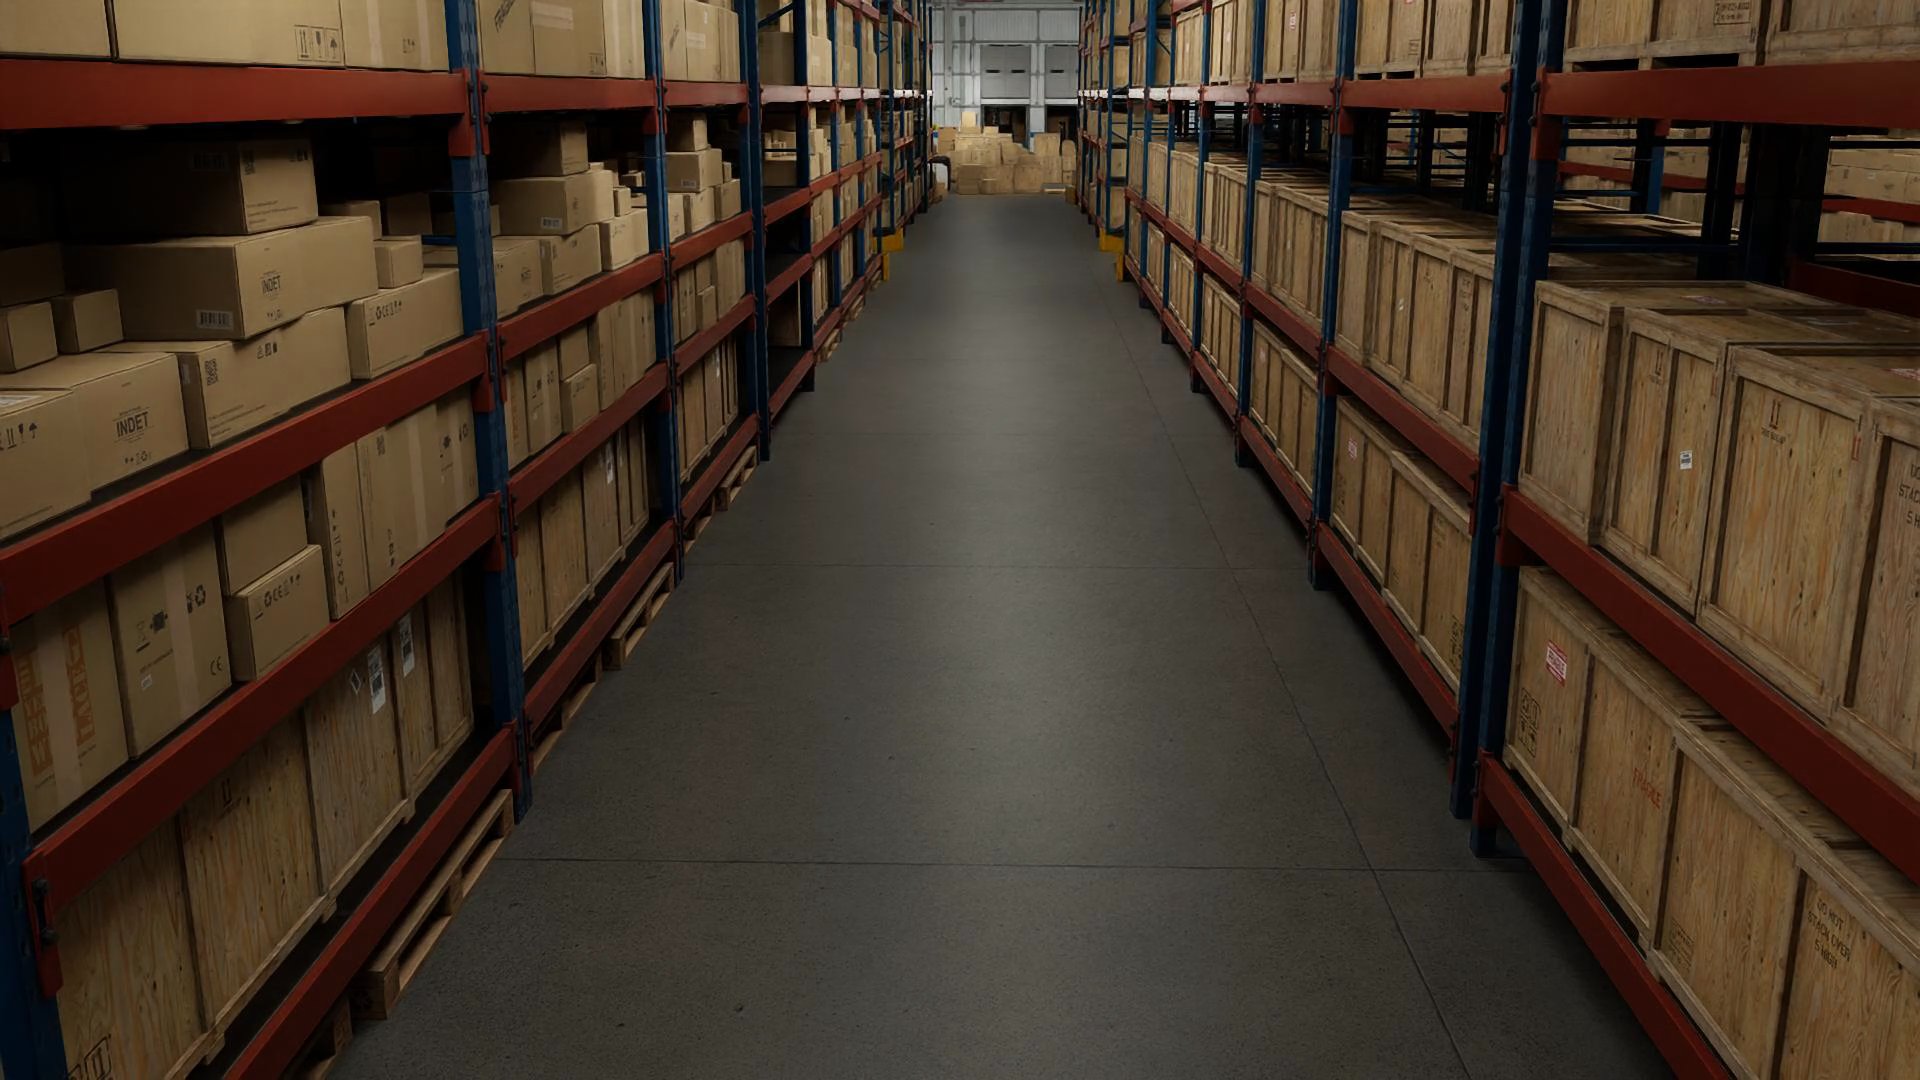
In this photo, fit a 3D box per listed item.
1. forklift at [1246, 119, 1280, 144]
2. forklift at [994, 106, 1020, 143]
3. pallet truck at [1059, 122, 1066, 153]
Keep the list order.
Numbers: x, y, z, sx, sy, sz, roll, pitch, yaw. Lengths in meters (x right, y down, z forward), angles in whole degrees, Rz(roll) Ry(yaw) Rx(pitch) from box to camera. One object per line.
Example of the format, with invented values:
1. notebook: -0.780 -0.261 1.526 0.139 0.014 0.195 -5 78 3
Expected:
1. forklift: 7.708 -9.269 42.277 1.129 2.768 1.873 0 15 2
2. forklift: 2.198 -20.346 83.492 1.129 2.768 1.873 -7 17 -24
3. pallet truck: 5.788 -21.111 88.014 1.885 1.965 0.823 5 16 18
